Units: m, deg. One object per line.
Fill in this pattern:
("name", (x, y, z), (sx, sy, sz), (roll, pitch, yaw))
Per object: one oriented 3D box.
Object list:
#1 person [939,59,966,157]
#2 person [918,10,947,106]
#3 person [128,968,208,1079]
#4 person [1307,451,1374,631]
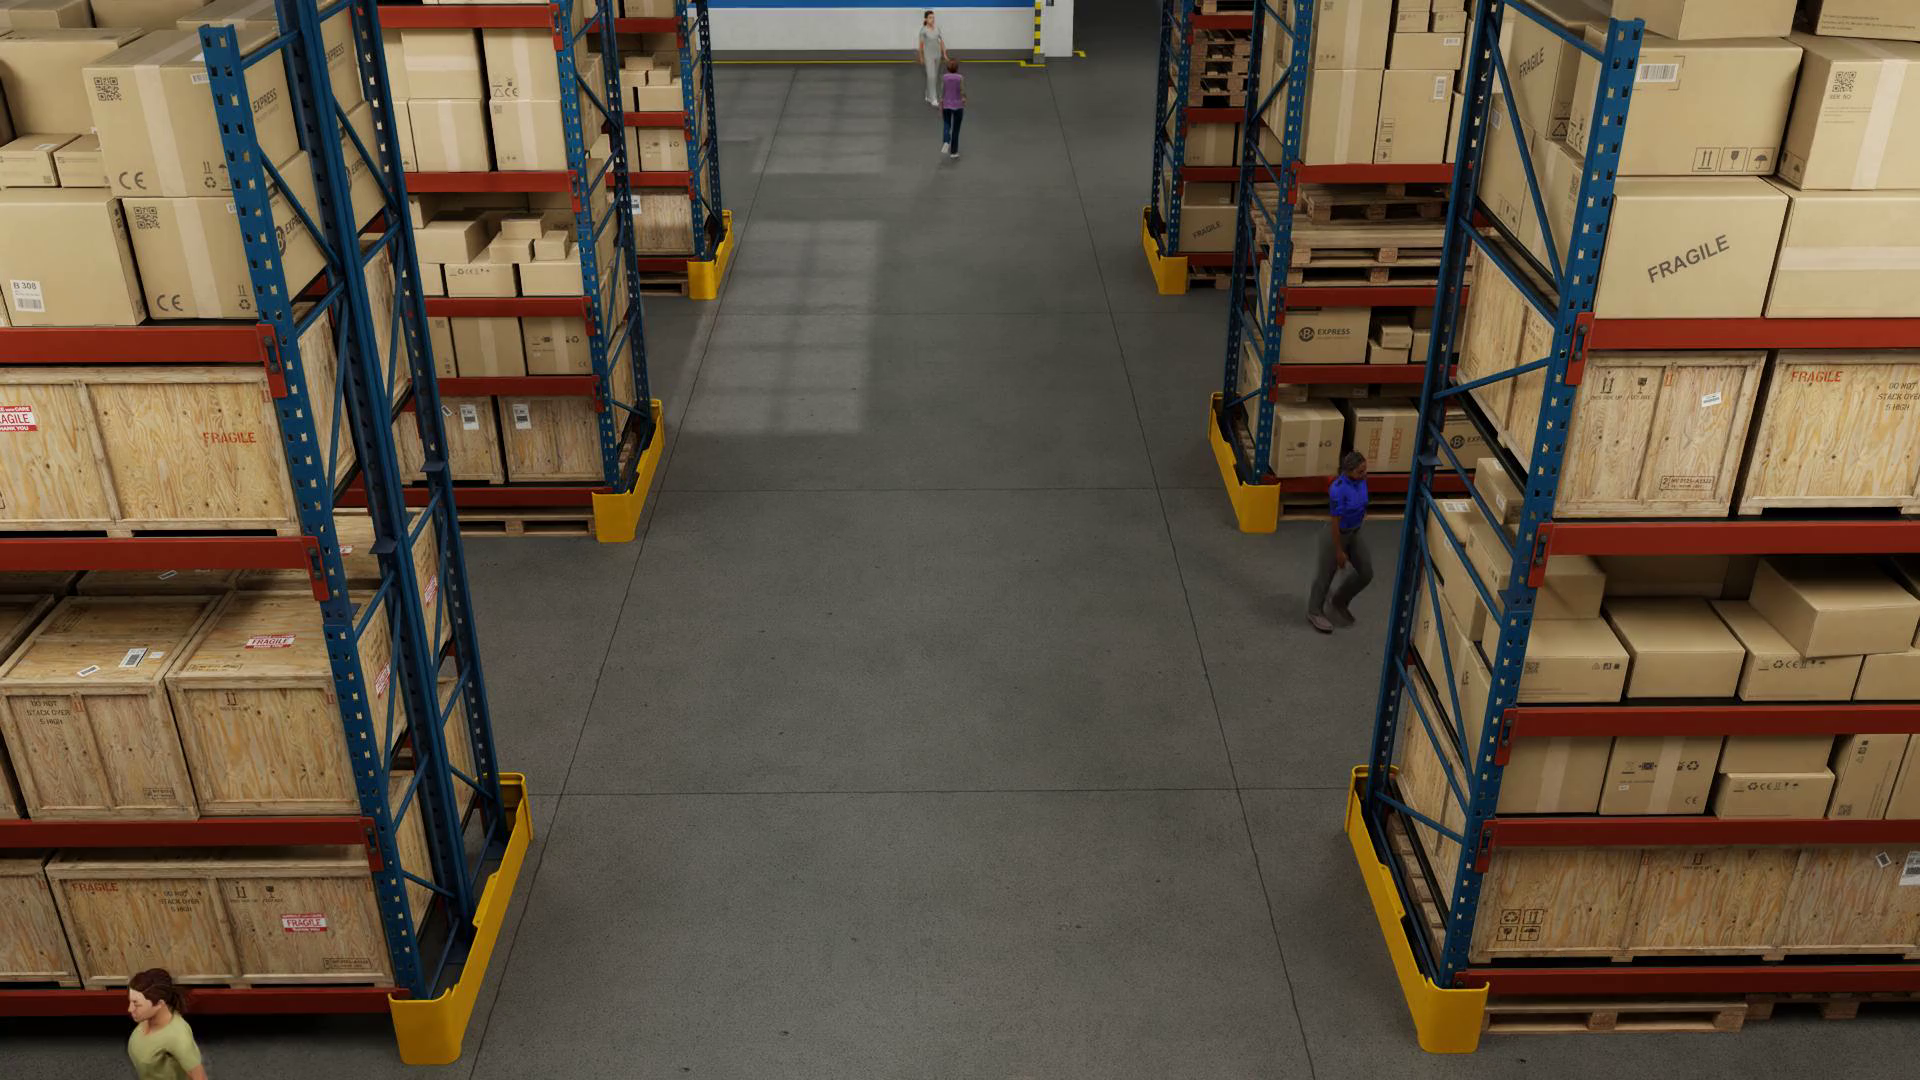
("person", (-0.114, -7.054, 27.165), (0.451, 1.602, 0.435), (7, 29, 12))
("person", (-0.439, -8.755, 30.264), (0.456, 1.657, 0.737), (-18, 33, -30))
("person", (-4.056, 2.908, 8.577), (0.431, 1.687, 0.446), (-20, 34, -33))
("person", (3.234, -0.002, 13.980), (0.484, 1.650, 0.452), (-20, 34, -33))
